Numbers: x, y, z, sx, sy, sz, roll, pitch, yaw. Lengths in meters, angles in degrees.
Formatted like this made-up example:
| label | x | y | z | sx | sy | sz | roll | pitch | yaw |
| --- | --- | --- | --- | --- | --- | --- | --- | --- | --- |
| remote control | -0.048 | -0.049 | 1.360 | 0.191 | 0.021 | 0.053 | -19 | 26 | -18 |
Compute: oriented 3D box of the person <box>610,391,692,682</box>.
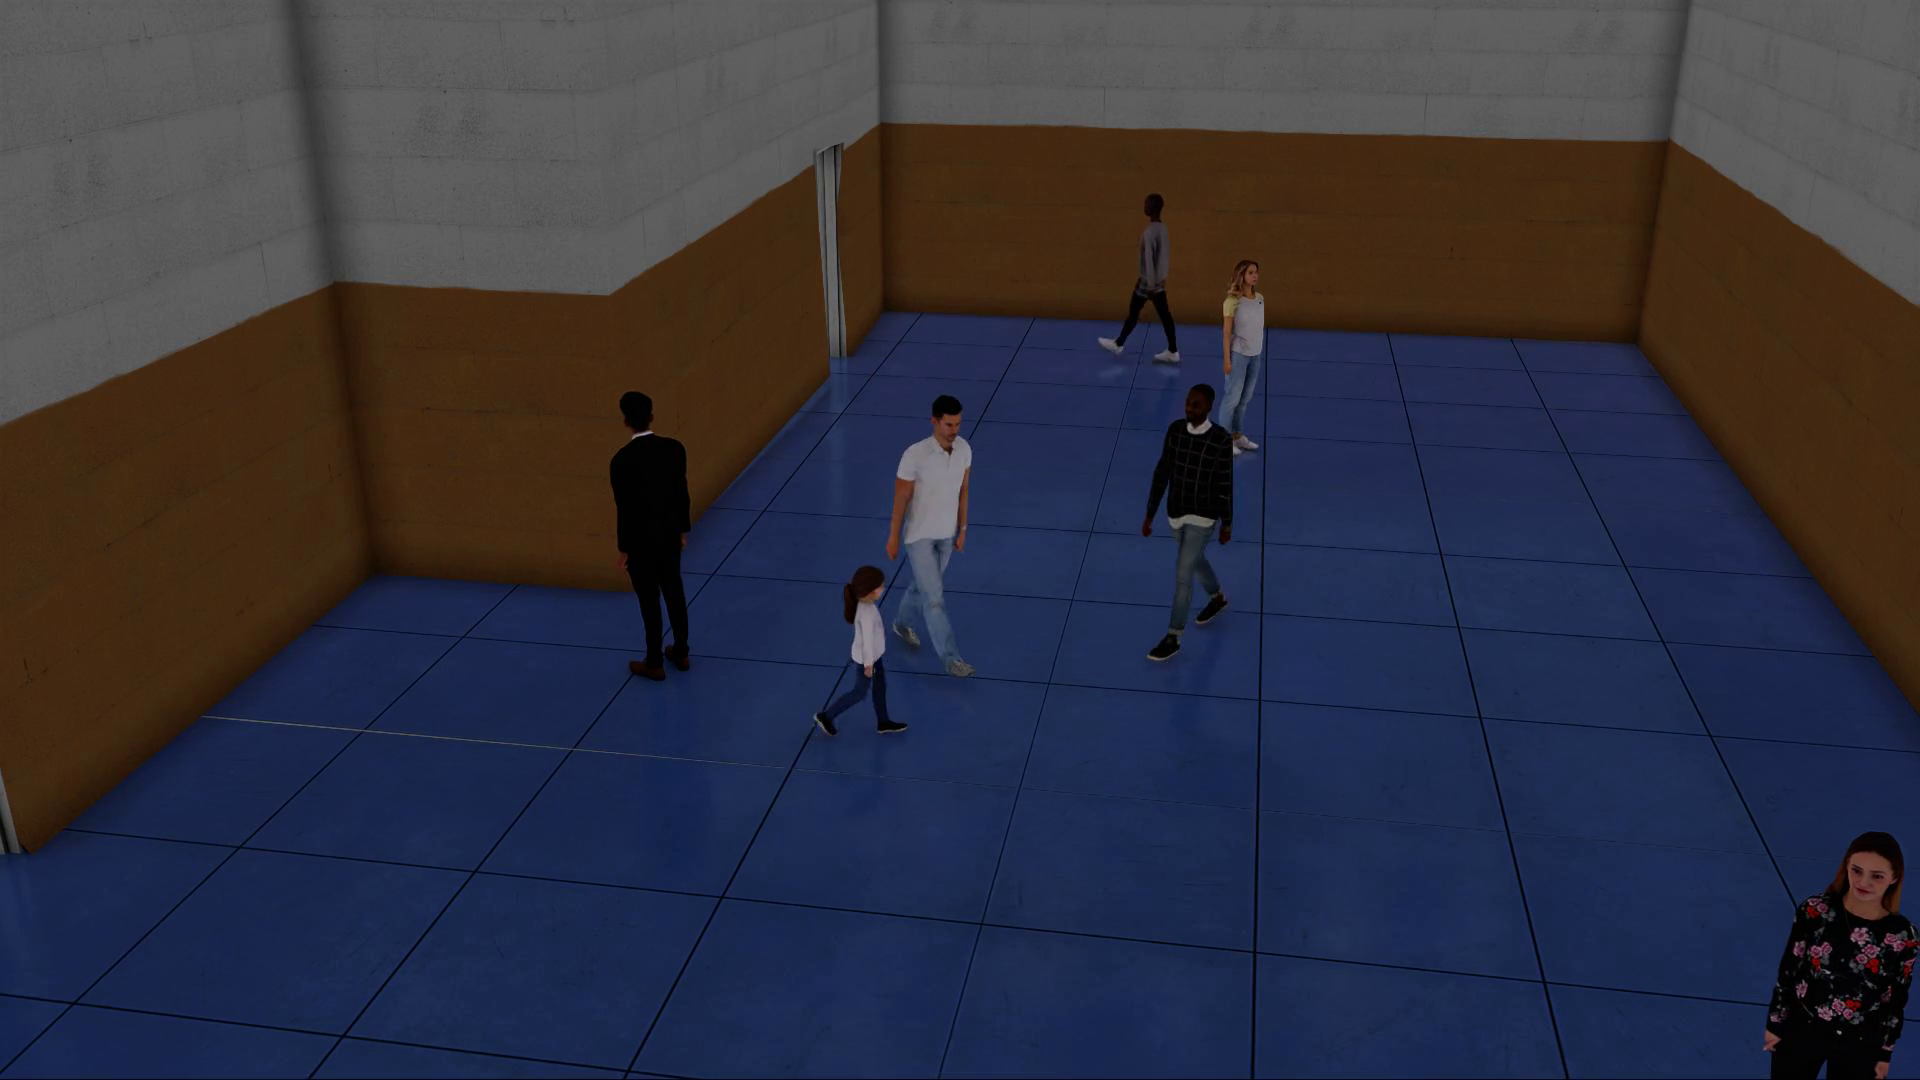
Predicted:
| label | x | y | z | sx | sy | sz | roll | pitch | yaw |
| --- | --- | --- | --- | --- | --- | --- | --- | --- | --- |
| person | -1.926 | -0.022 | 10.441 | 0.772 | 1.877 | 0.782 | -20 | 29 | -40 |

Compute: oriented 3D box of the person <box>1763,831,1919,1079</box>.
| label | x | y | z | sx | sy | sz | roll | pitch | yaw |
| --- | --- | --- | --- | --- | --- | --- | --- | --- | --- |
| person | 3.215 | 1.816 | 6.127 | 0.560 | 1.684 | 0.702 | 13 | 25 | 29 |

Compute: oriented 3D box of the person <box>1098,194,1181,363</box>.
| label | x | y | z | sx | sy | sz | roll | pitch | yaw |
| --- | --- | --- | --- | --- | --- | --- | --- | --- | --- |
| person | 2.090 | -2.666 | 17.216 | 1.193 | 1.733 | 0.883 | 11 | 24 | 25 |

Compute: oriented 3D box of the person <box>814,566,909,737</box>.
| label | x | y | z | sx | sy | sz | roll | pitch | yaw |
| --- | --- | --- | --- | --- | --- | --- | --- | --- | --- |
| person | -0.608 | 0.667 | 9.780 | 0.796 | 1.092 | 0.541 | 0 | 22 | 0 |

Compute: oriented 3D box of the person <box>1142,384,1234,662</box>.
| label | x | y | z | sx | sy | sz | roll | pitch | yaw |
| --- | --- | --- | --- | --- | --- | --- | --- | --- | --- |
| person | 1.589 | -0.169 | 10.950 | 1.251 | 1.771 | 1.188 | 20 | 29 | 40 |

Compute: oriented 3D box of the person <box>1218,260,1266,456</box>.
| label | x | y | z | sx | sy | sz | roll | pitch | yaw |
| --- | --- | --- | --- | --- | --- | --- | --- | --- | --- |
| person | 2.466 | -1.607 | 14.572 | 0.714 | 1.723 | 0.746 | -19 | 28 | -38 |

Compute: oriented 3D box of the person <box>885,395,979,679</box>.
| label | x | y | z | sx | sy | sz | roll | pitch | yaw |
| --- | --- | --- | --- | --- | --- | --- | --- | --- | --- |
| person | -0.238 | -0.054 | 10.639 | 1.202 | 1.790 | 1.310 | -16 | 27 | -34 |
